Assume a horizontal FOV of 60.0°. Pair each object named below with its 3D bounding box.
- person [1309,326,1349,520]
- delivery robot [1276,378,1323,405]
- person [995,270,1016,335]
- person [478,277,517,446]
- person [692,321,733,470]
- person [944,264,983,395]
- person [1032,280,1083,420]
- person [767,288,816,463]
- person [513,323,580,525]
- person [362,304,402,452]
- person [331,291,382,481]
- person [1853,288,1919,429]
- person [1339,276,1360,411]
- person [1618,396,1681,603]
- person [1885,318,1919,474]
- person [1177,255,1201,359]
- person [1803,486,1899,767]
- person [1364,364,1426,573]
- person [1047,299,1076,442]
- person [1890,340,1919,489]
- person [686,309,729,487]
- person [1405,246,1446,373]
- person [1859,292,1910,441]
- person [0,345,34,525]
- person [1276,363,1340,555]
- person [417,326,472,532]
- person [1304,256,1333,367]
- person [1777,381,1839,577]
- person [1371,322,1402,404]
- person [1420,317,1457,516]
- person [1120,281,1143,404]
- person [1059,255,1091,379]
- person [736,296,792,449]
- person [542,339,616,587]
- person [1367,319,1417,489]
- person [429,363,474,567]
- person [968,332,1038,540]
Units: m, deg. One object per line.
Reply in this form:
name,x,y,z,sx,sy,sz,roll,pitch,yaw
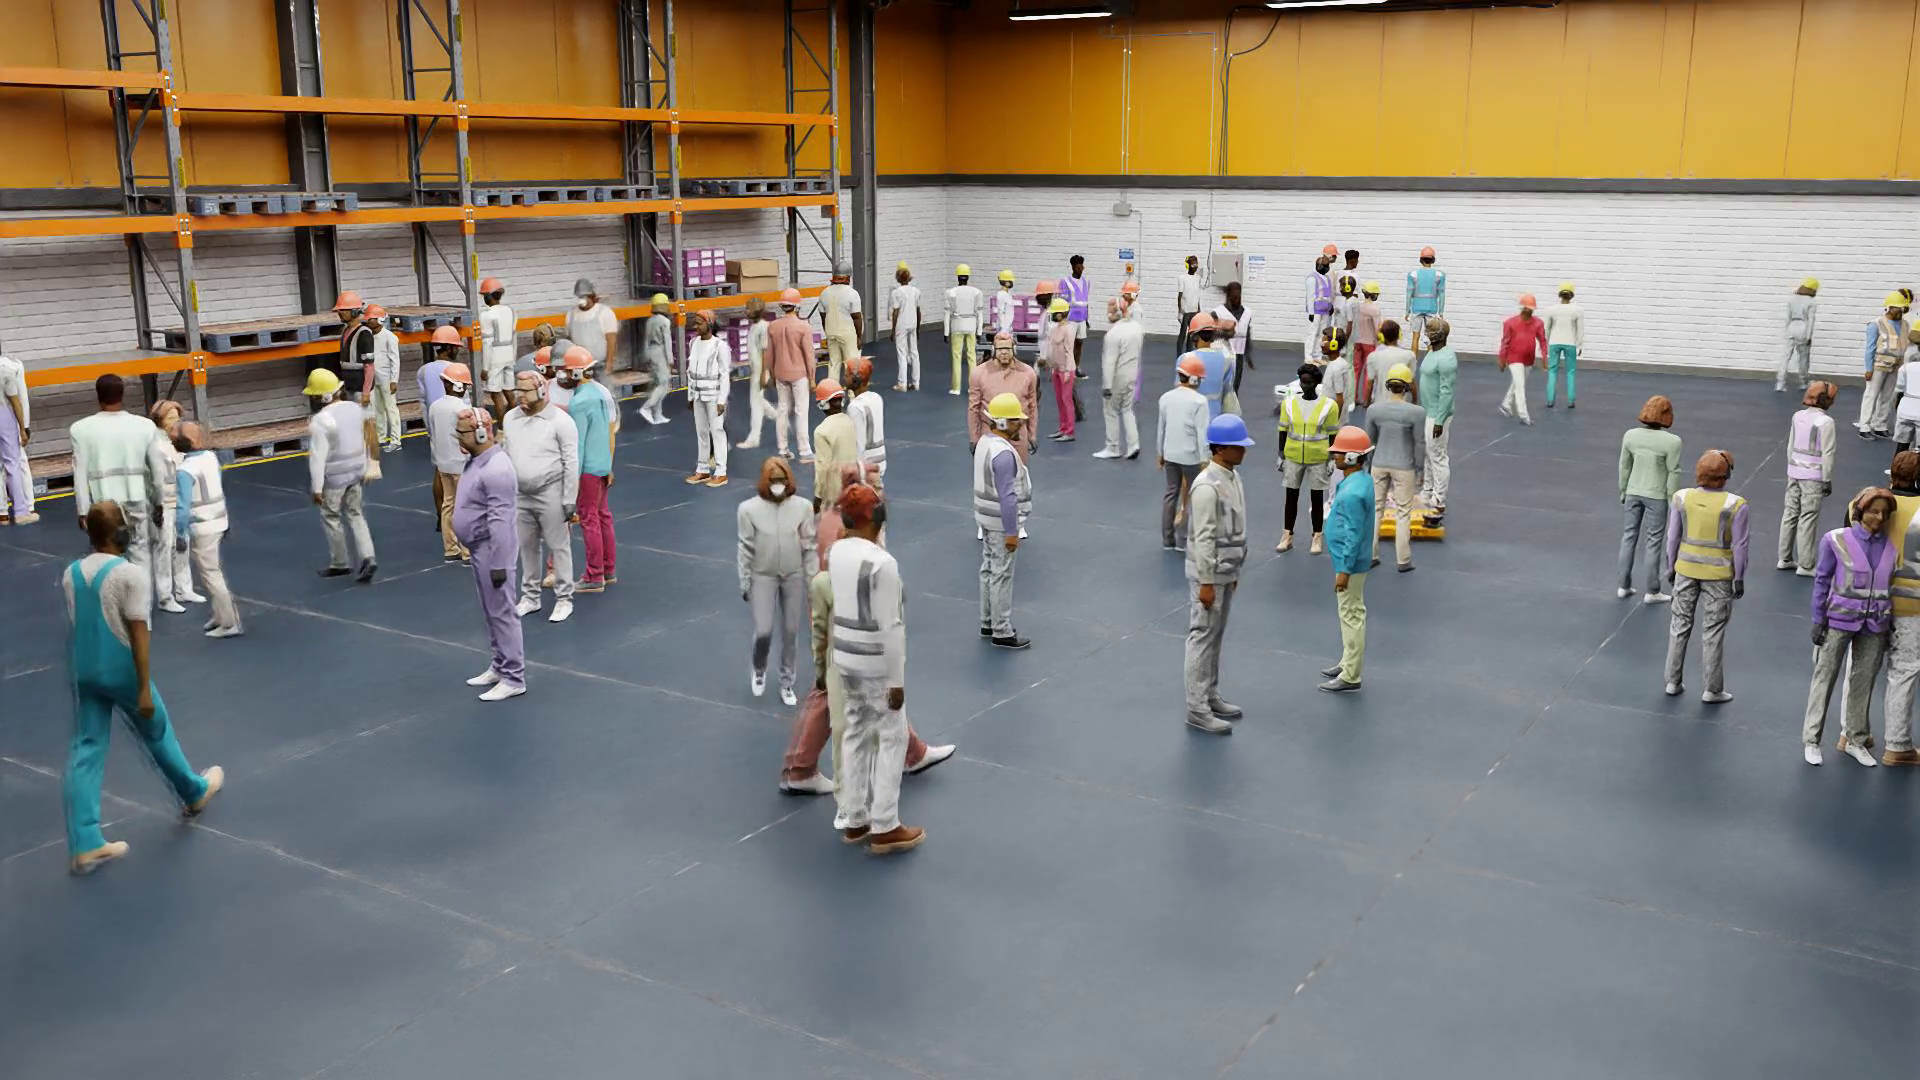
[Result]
person,3.582,-1.122,16.048,0.335,1.873,0.521,3,13,11
delivery robot,4.631,-1.995,22.509,0.707,0.478,0.477,-6,14,-26
person,0.704,-3.257,25.536,0.311,1.769,0.525,3,13,15
person,-5.617,-2.157,20.164,0.396,2.038,0.614,6,14,23
person,-2.800,-1.632,18.655,0.385,1.675,0.594,10,17,38
person,0.040,-3.096,24.515,0.587,1.920,0.397,-4,14,-16
person,1.180,-2.456,21.828,1.000,1.891,0.547,-3,13,-14
person,-1.913,-1.878,19.044,0.611,1.997,0.372,6,14,26
person,-3.881,-1.082,15.722,0.630,1.940,0.372,4,13,15
person,-6.904,-1.928,19.797,0.561,1.752,0.327,8,15,32
person,-6.542,-1.664,18.018,0.377,2.044,0.607,-12,17,-42
person,12.110,-2.327,21.400,0.994,1.821,0.562,0,13,0
person,5.326,-2.697,22.906,0.312,1.864,0.561,5,14,20
person,5.422,-0.325,13.105,0.285,1.633,0.501,-9,16,-34
person,10.490,-1.571,18.272,0.485,1.744,0.294,-5,14,-21
person,3.814,-3.775,27.551,0.521,1.873,0.328,-9,16,-35
person,5.139,0.495,9.539,0.514,1.640,0.310,1,13,5
person,3.674,-0.610,14.079,0.531,1.761,0.335,9,16,35
person,1.245,-2.092,20.506,0.338,1.757,0.518,-5,14,-20
person,9.814,-1.256,17.023,0.319,1.694,0.541,-7,15,-29
person,-2.696,-1.512,17.714,0.576,1.882,0.355,10,16,37
person,7.531,-3.725,26.959,0.614,2.040,0.378,3,13,14
person,11.461,-2.148,20.577,0.591,1.834,0.404,-4,14,-16
person,-9.165,-1.083,15.852,0.358,1.882,0.574,10,16,37
person,3.051,-0.712,14.646,0.540,1.695,0.317,6,14,23
person,-4.743,-1.023,15.490,0.542,1.929,0.374,6,14,23
person,6.002,-3.814,27.820,0.430,1.838,0.632,11,17,40
person,7.100,-0.513,13.911,0.313,1.639,0.513,-2,13,-7
person,4.855,-1.688,19.020,0.509,1.632,0.269,-12,18,-42
person,4.622,-1.197,16.224,0.370,1.939,0.631,0,13,0
person,2.412,-2.792,23.569,0.345,1.747,0.568,-1,13,-6
person,1.813,-3.491,26.109,0.612,1.963,0.361,-11,17,-39
person,-2.379,-2.019,20.041,0.638,1.839,0.535,-5,14,-21
person,-3.143,-0.609,13.450,0.688,2.000,0.536,0,13,2
person,4.397,-1.316,16.940,0.561,1.845,0.508,5,14,22
person,-4.281,-0.645,14.250,0.565,1.742,0.338,11,17,39
person,0.400,-0.945,15.199,0.655,1.906,0.407,-2,13,-8
